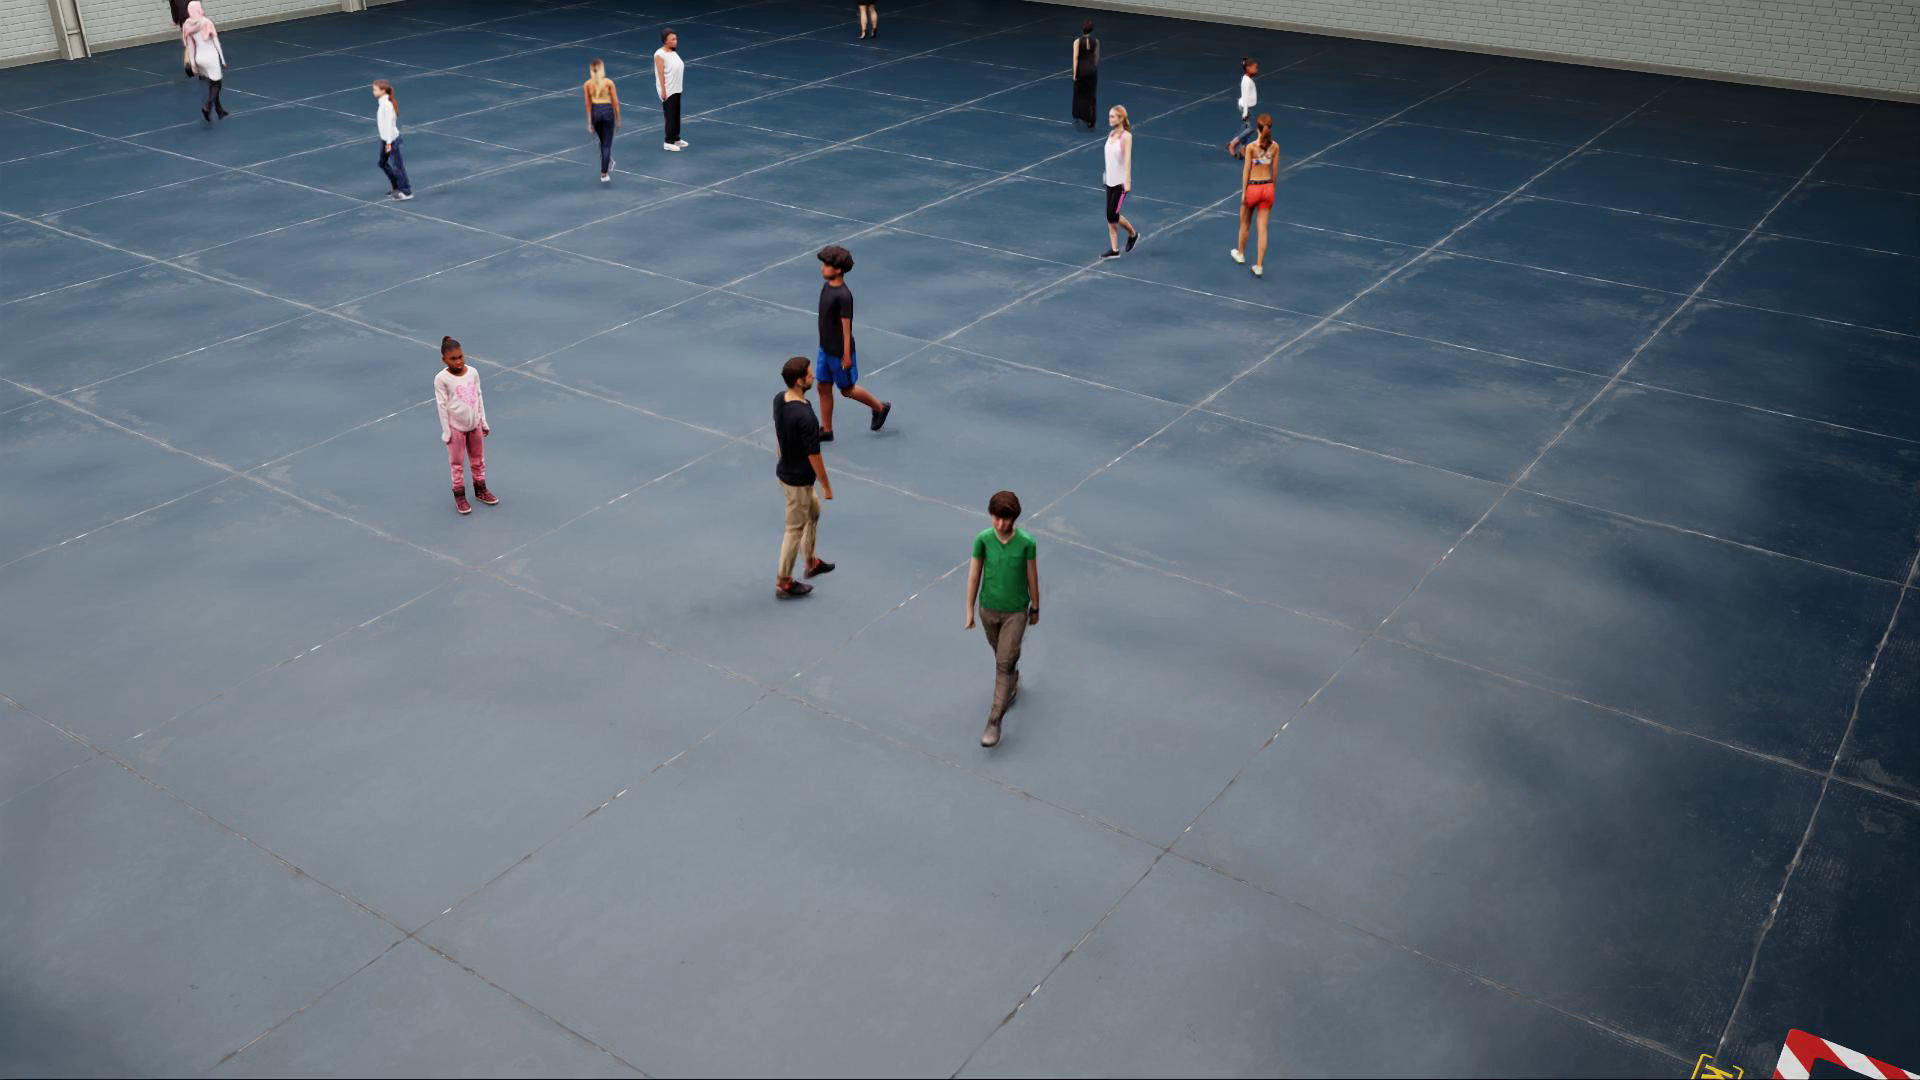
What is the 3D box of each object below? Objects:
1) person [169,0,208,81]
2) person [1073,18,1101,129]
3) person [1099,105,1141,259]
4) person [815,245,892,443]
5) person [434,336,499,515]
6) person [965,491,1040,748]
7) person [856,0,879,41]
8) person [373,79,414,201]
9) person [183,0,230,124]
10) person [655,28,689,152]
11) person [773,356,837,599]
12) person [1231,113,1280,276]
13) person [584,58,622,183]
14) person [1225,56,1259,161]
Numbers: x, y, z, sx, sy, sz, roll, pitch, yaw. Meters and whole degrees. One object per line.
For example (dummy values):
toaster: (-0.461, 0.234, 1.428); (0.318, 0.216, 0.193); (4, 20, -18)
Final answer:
person: (-12.945, -8.680, 27.900); (0.872, 1.916, 0.933); (2, 27, 4)
person: (1.917, -6.954, 24.934); (1.026, 1.561, 1.054); (-9, 29, -17)
person: (1.893, -4.114, 19.187); (0.883, 1.773, 0.804); (-13, 30, -23)
person: (-0.993, -1.694, 14.480); (1.140, 1.780, 0.918); (-13, 30, -24)
person: (-4.007, -0.948, 13.398); (0.484, 1.444, 0.647); (-24, 36, -38)
person: (0.290, 0.409, 10.584); (0.844, 1.608, 1.199); (7, 28, 14)
person: (-1.758, -10.312, 31.288); (0.693, 1.715, 0.802); (-14, 30, -25)
person: (-7.265, -5.173, 21.491); (0.655, 1.547, 0.596); (-18, 32, -31)
person: (-11.422, -7.205, 25.183); (0.969, 1.779, 1.166); (2, 27, 3)
person: (-4.138, -6.478, 23.872); (0.797, 1.688, 0.662); (7, 28, 14)
person: (-1.253, -0.422, 11.950); (0.929, 1.836, 0.852); (-14, 30, -25)
person: (3.382, -3.848, 18.680); (0.963, 1.764, 1.025); (-5, 28, -9)
person: (-4.768, -5.558, 22.199); (0.995, 1.584, 1.197); (1, 27, 1)
person: (3.950, -6.034, 23.270); (0.746, 1.448, 0.714); (3, 27, 6)
